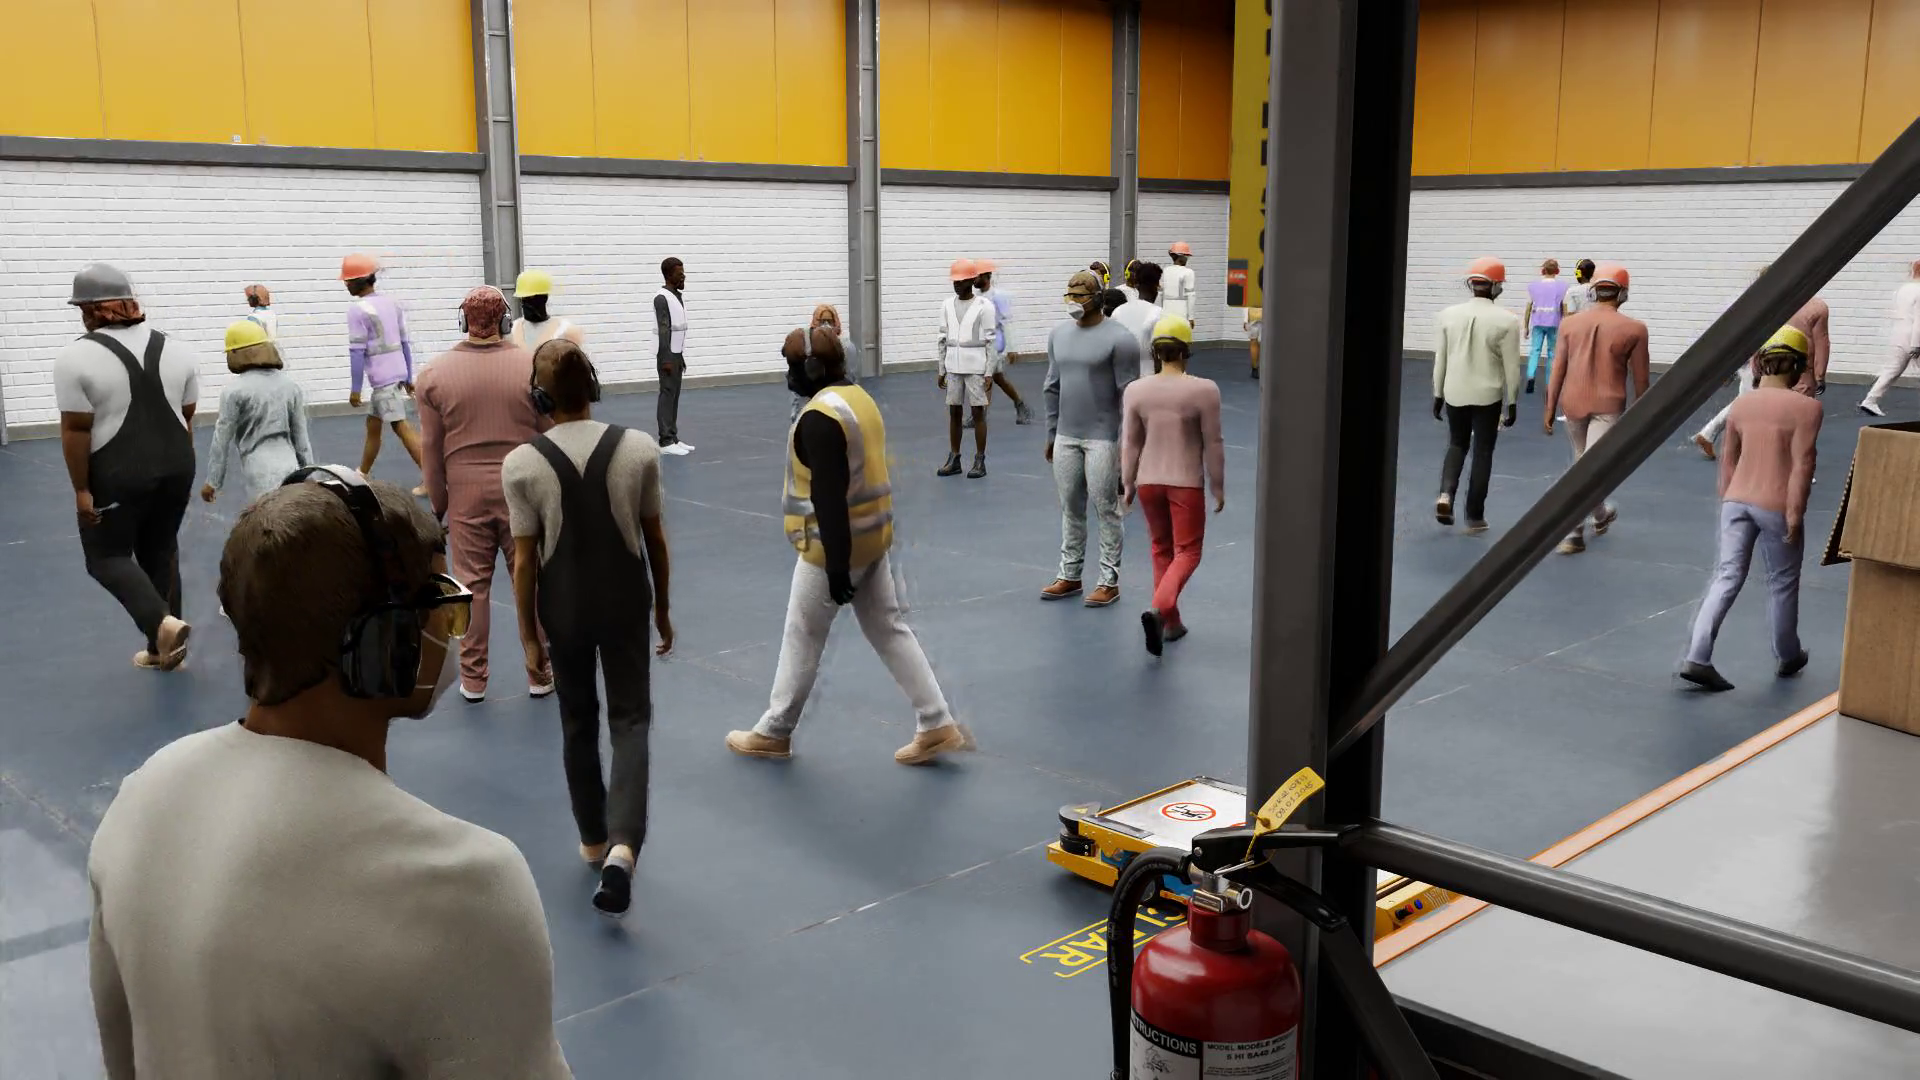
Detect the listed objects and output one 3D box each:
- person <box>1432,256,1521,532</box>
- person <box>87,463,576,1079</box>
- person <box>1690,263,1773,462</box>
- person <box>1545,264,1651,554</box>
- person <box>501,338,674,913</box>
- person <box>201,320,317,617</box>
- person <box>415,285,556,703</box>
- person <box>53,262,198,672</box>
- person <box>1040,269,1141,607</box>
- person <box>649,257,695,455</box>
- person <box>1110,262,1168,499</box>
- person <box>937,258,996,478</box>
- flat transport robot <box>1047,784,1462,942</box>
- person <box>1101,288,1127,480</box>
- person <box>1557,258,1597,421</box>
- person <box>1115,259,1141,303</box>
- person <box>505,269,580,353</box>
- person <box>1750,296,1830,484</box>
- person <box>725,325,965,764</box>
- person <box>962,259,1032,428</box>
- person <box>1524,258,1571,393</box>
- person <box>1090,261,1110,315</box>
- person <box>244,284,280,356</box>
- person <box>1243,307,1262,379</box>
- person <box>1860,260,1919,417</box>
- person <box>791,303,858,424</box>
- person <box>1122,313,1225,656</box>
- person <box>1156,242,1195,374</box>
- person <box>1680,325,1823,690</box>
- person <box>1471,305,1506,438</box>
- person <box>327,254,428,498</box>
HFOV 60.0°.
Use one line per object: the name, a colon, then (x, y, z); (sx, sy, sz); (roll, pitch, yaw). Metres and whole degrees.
person: (3.697, -1.029, 11.919); (0.640, 1.978, 0.472); (8, 13, 38)
person: (-0.568, 0.855, 1.879); (0.642, 1.895, 0.981); (9, 14, 39)
person: (7.247, -1.603, 15.300); (0.660, 1.902, 0.967); (-8, 13, -36)
person: (4.394, -0.906, 11.374); (0.627, 1.926, 1.081); (9, 14, 42)
person: (-1.168, 0.273, 5.310); (0.533, 1.821, 0.863); (-2, 11, -13)
person: (-3.716, -0.339, 8.982); (0.933, 1.682, 0.498); (4, 11, 22)
person: (-2.124, -0.203, 7.619); (0.643, 1.909, 0.410); (-2, 11, -12)
person: (-3.919, -0.327, 7.925); (0.714, 2.000, 0.685); (7, 12, 32)
person: (0.744, -0.584, 9.605); (0.630, 1.938, 0.366); (9, 14, 41)
person: (-2.835, -1.801, 16.296); (0.391, 1.920, 0.587); (1, 10, 3)
person: (1.515, -1.302, 13.587); (0.598, 1.906, 0.979); (9, 14, 40)
person: (0.039, -1.507, 14.648); (0.552, 1.932, 0.377); (5, 12, 28)
flat transport robot: (1.022, 1.042, 5.290); (0.652, 0.197, 1.431); (-10, 14, -44)
person: (1.360, -1.344, 14.460); (0.441, 1.672, 0.560); (6, 12, 30)
person: (7.110, -2.277, 19.038); (0.511, 1.869, 0.329); (-3, 11, -15)
person: (1.969, -2.340, 19.448); (0.490, 1.849, 0.370); (-9, 14, -41)
person: (-2.869, -0.923, 11.548); (0.587, 1.910, 0.573); (4, 11, 19)
person: (7.135, -1.430, 14.305); (0.405, 1.911, 0.636); (-10, 14, -43)
person: (-0.445, 0.038, 6.673); (0.982, 1.789, 0.644); (3, 11, 16)
person: (0.424, -2.187, 18.540); (0.953, 1.887, 0.599); (-5, 12, -26)
person: (7.953, -2.900, 22.552); (0.585, 1.831, 0.723); (5, 12, 27)
person: (1.429, -1.895, 16.949); (0.535, 1.868, 0.309); (9, 14, 40)
person: (-7.062, -1.769, 16.892); (0.310, 1.636, 0.522); (0, 10, 1)
person: (4.436, -3.312, 24.539); (0.551, 1.915, 0.749); (0, 10, 2)
person: (11.113, -2.350, 19.449); (0.968, 1.867, 0.656); (1, 10, 5)
person: (-1.037, -1.008, 12.778); (0.520, 1.616, 0.405); (0, 10, -2)
person: (1.062, -0.286, 8.508); (0.533, 1.744, 0.731); (6, 12, 29)
person: (3.060, -3.177, 23.468); (0.609, 2.040, 0.395); (9, 14, 41)
person: (3.787, -0.150, 7.870); (0.894, 1.706, 0.531); (-6, 12, -28)
person: (5.496, -1.900, 17.452); (0.366, 1.683, 0.550); (-4, 11, -23)
person: (-4.667, -1.310, 13.461); (0.988, 1.990, 0.618); (1, 10, 6)
